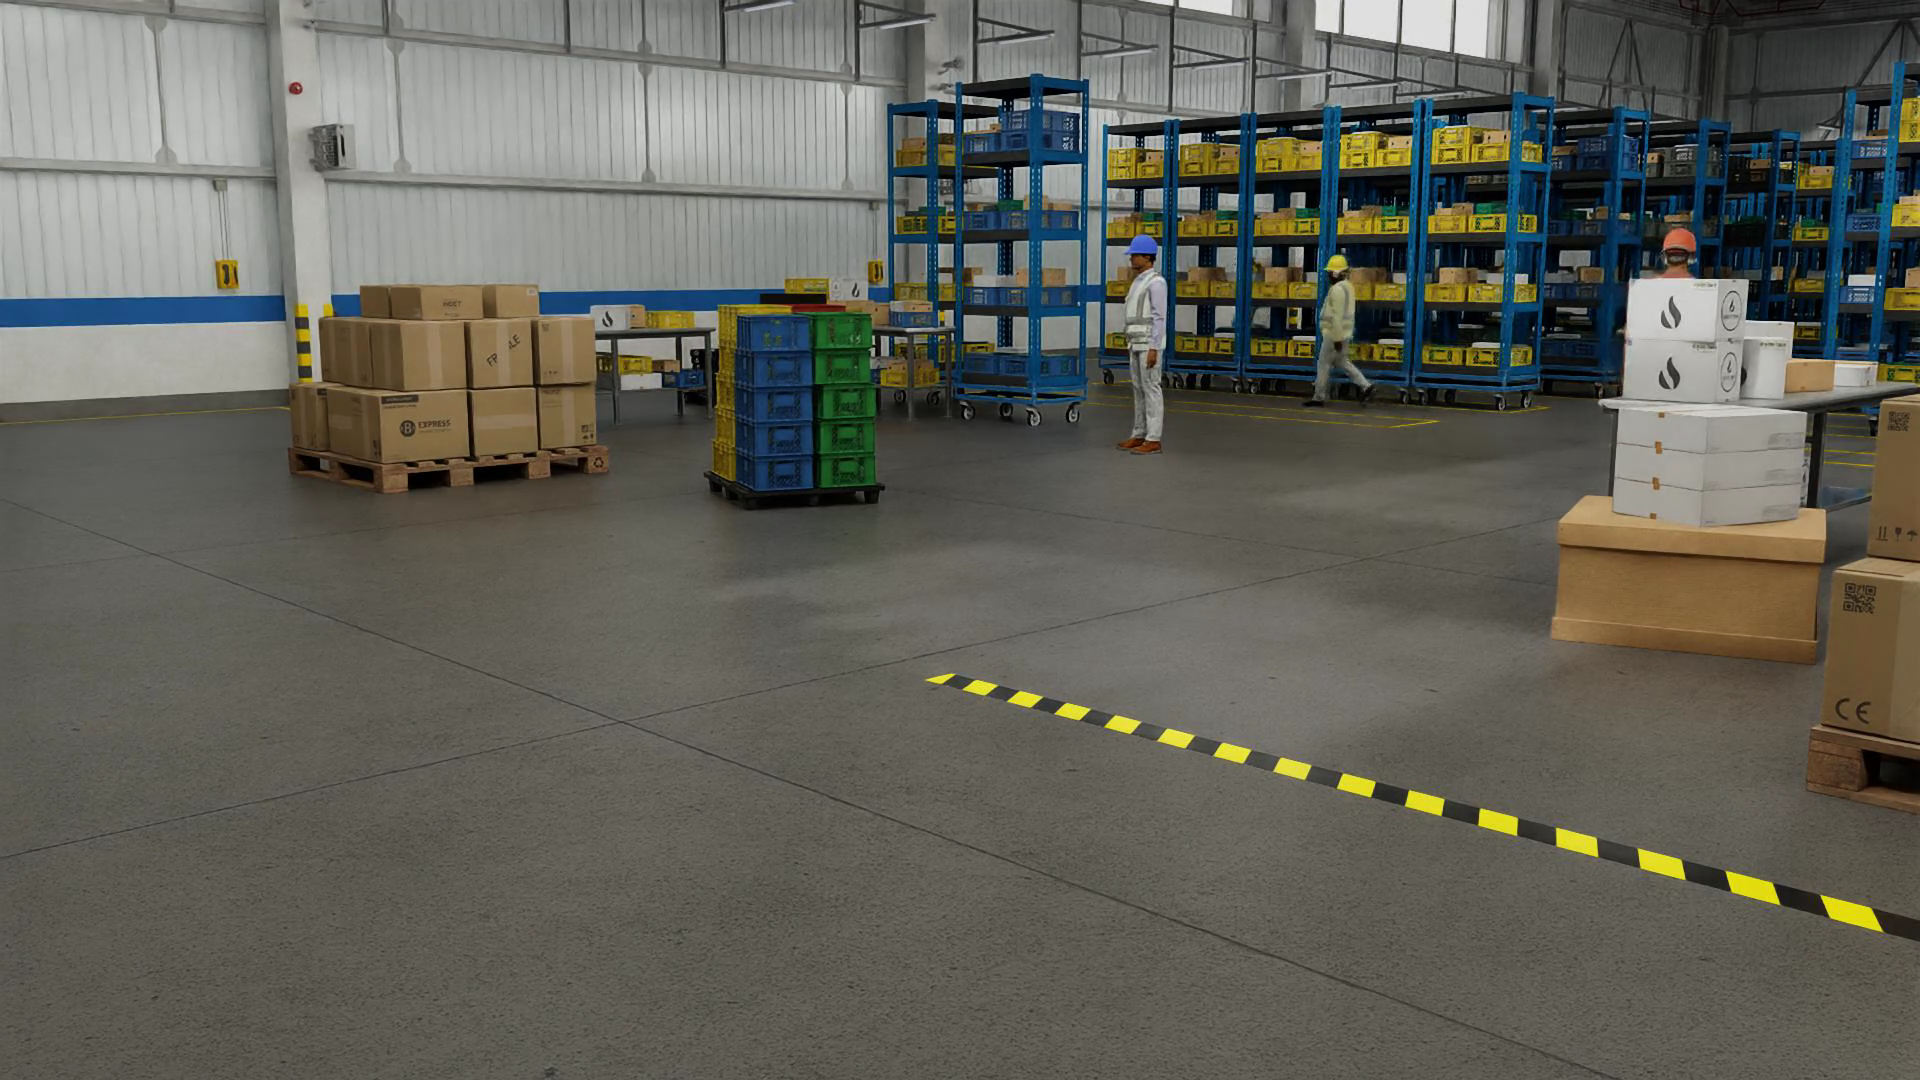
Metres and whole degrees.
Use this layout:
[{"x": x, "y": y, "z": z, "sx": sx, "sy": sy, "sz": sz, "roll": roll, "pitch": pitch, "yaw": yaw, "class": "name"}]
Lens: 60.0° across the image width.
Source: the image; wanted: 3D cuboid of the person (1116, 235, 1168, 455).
[{"x": 1.644, "y": -1.734, "z": 14.833, "sx": 0.389, "sy": 1.949, "sz": 0.604, "roll": -2, "pitch": 10, "yaw": -15, "class": "person"}]

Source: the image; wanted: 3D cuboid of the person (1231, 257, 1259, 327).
[{"x": 4.750, "y": -3.823, "z": 27.776, "sx": 0.440, "sy": 1.827, "sz": 0.571, "roll": -5, "pitch": 11, "yaw": -30, "class": "person"}]

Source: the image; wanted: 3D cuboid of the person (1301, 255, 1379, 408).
[{"x": 4.467, "y": -2.427, "z": 19.444, "sx": 0.817, "sy": 1.809, "sz": 0.596, "roll": 5, "pitch": 11, "yaw": 29, "class": "person"}]

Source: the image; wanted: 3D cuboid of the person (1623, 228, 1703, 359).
[{"x": 5.132, "y": -1.281, "z": 12.088, "sx": 0.627, "sy": 1.962, "sz": 0.942, "roll": 7, "pitch": 12, "yaw": 35, "class": "person"}]
